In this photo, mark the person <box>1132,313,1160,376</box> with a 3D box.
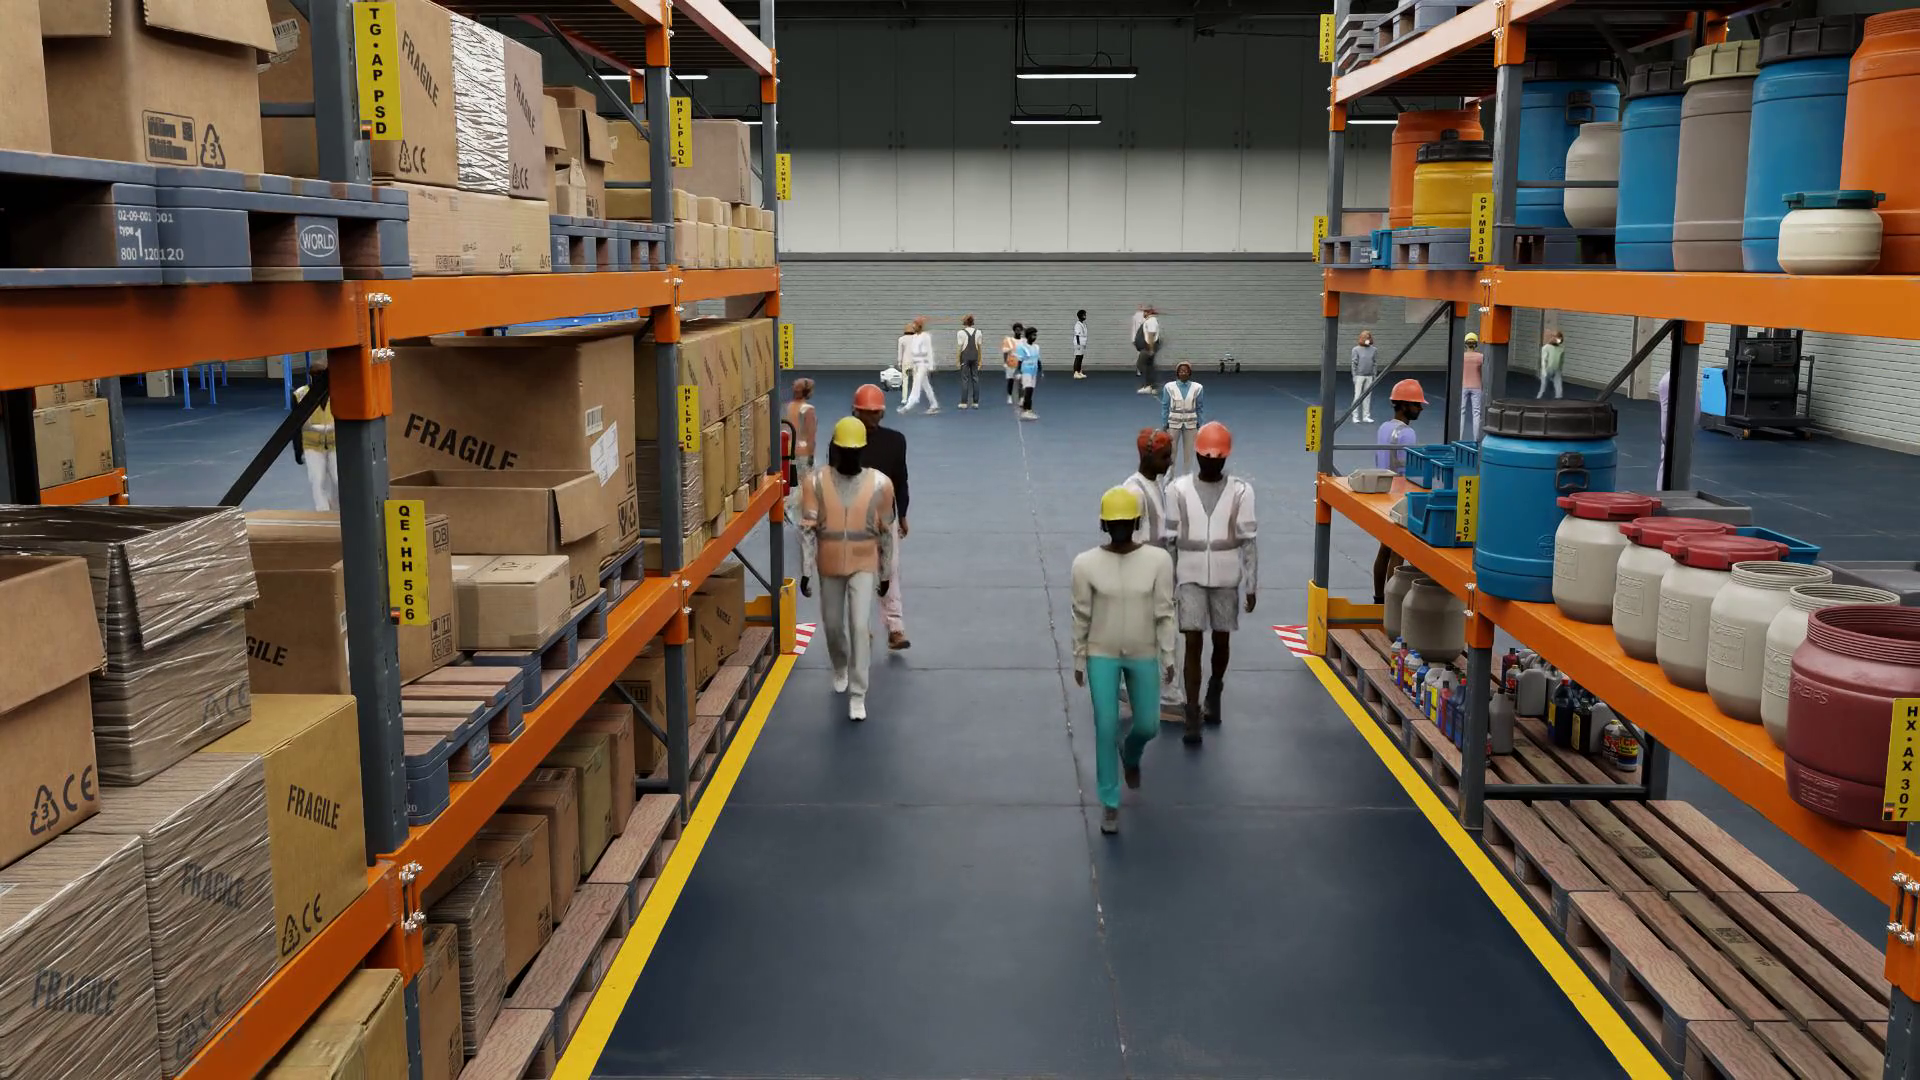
[{"bbox_3d":[4.719,-5.063,41.921,0.662,1.849,1.009,6,11,34],"label":"person"}]

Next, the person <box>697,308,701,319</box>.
[{"bbox_3d":[-5.712,-4.081,35.793,0.627,1.941,0.371,-5,11,-27],"label":"person"}]

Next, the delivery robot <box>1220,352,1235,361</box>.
[{"bbox_3d":[6.936,-4.754,43.036,0.335,0.223,0.698,4,10,23],"label":"delivery robot"}]

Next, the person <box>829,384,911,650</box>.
[{"bbox_3d":[-0.646,-0.153,12.201,0.659,1.951,0.959,-3,10,-16],"label":"person"}]

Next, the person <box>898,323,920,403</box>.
[{"bbox_3d":[-1.010,-3.593,33.800,0.498,1.629,0.269,0,9,-3],"label":"person"}]

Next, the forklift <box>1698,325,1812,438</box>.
[{"bbox_3d":[13.248,-3.165,27.620,1.129,2.768,1.873,0,9,1],"label":"forklift"}]

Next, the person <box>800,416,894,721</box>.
[{"bbox_3d":[-0.715,0.138,10.674,0.589,1.894,0.883,0,9,2],"label":"person"}]

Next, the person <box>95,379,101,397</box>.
[{"bbox_3d":[-13.643,-2.385,25.791,1.035,1.896,0.625,9,13,44],"label":"person"}]

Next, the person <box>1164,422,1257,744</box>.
[{"bbox_3d":[1.516,0.224,10.107,0.559,1.911,0.808,1,10,7],"label":"person"}]

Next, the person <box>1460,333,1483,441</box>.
[{"bbox_3d":[7.941,-2.344,25.930,0.523,1.760,0.324,2,10,13],"label":"person"}]

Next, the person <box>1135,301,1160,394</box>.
[{"bbox_3d":[4.027,-4.168,36.139,0.604,2.000,0.720,0,9,1],"label":"person"}]

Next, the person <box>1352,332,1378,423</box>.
[{"bbox_3d":[7.229,-2.906,29.715,0.505,1.622,0.320,-2,10,-12],"label":"person"}]

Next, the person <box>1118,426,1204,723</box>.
[{"bbox_3d":[1.214,0.216,10.306,0.647,1.850,0.645,3,10,17],"label":"person"}]

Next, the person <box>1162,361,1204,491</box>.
[{"bbox_3d":[2.750,-1.389,20.559,0.515,1.641,0.314,0,9,1],"label":"person"}]

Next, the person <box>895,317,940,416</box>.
[{"bbox_3d":[-0.770,-3.246,31.126,1.015,1.826,0.606,-6,11,-31],"label":"person"}]

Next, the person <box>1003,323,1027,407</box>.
[{"bbox_3d":[1.113,-3.504,33.184,0.542,1.660,0.870,-1,10,-6],"label":"person"}]

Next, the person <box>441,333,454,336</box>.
[{"bbox_3d":[-7.778,-2.286,25.421,0.564,1.807,0.889,-2,10,-11],"label":"person"}]

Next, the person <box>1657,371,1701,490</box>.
[{"bbox_3d":[8.132,-1.224,18.780,0.654,1.906,0.408,-9,13,-43],"label":"person"}]

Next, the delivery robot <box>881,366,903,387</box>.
[{"bbox_3d":[-1.526,-3.666,37.293,0.477,0.478,0.707,-4,10,-21],"label":"delivery robot"}]

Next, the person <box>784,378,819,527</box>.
[{"bbox_3d":[-1.735,-0.928,17.863,0.471,1.622,0.516,-7,12,-35],"label":"person"}]

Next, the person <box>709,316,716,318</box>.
[{"bbox_3d":[-4.347,-2.996,29.390,0.569,1.902,0.808,-3,10,-15],"label":"person"}]

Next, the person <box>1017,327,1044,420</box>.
[{"bbox_3d":[1.339,-2.995,30.023,0.643,1.677,0.554,9,13,42],"label":"person"}]

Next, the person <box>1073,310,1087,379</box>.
[{"bbox_3d":[2.974,-4.839,41.083,0.321,1.689,0.530,3,10,20],"label":"person"}]

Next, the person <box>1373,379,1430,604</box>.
[{"bbox_3d":[3.492,-0.305,13.184,0.355,1.934,0.553,-2,10,-9],"label":"person"}]

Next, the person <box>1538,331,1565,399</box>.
[{"bbox_3d":[10.994,-3.080,30.846,0.508,1.588,0.847,-2,10,-11],"label":"person"}]

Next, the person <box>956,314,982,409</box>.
[{"bbox_3d":[0.177,-3.509,32.666,0.512,1.840,0.340,-4,10,-21],"label":"person"}]

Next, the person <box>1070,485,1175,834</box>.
[{"bbox_3d":[0.816,0.574,8.471,0.533,1.748,0.535,0,9,-1],"label":"person"}]

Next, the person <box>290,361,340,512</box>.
[{"bbox_3d":[-6.716,-0.982,17.565,0.647,1.824,0.444,-4,10,-24],"label":"person"}]
